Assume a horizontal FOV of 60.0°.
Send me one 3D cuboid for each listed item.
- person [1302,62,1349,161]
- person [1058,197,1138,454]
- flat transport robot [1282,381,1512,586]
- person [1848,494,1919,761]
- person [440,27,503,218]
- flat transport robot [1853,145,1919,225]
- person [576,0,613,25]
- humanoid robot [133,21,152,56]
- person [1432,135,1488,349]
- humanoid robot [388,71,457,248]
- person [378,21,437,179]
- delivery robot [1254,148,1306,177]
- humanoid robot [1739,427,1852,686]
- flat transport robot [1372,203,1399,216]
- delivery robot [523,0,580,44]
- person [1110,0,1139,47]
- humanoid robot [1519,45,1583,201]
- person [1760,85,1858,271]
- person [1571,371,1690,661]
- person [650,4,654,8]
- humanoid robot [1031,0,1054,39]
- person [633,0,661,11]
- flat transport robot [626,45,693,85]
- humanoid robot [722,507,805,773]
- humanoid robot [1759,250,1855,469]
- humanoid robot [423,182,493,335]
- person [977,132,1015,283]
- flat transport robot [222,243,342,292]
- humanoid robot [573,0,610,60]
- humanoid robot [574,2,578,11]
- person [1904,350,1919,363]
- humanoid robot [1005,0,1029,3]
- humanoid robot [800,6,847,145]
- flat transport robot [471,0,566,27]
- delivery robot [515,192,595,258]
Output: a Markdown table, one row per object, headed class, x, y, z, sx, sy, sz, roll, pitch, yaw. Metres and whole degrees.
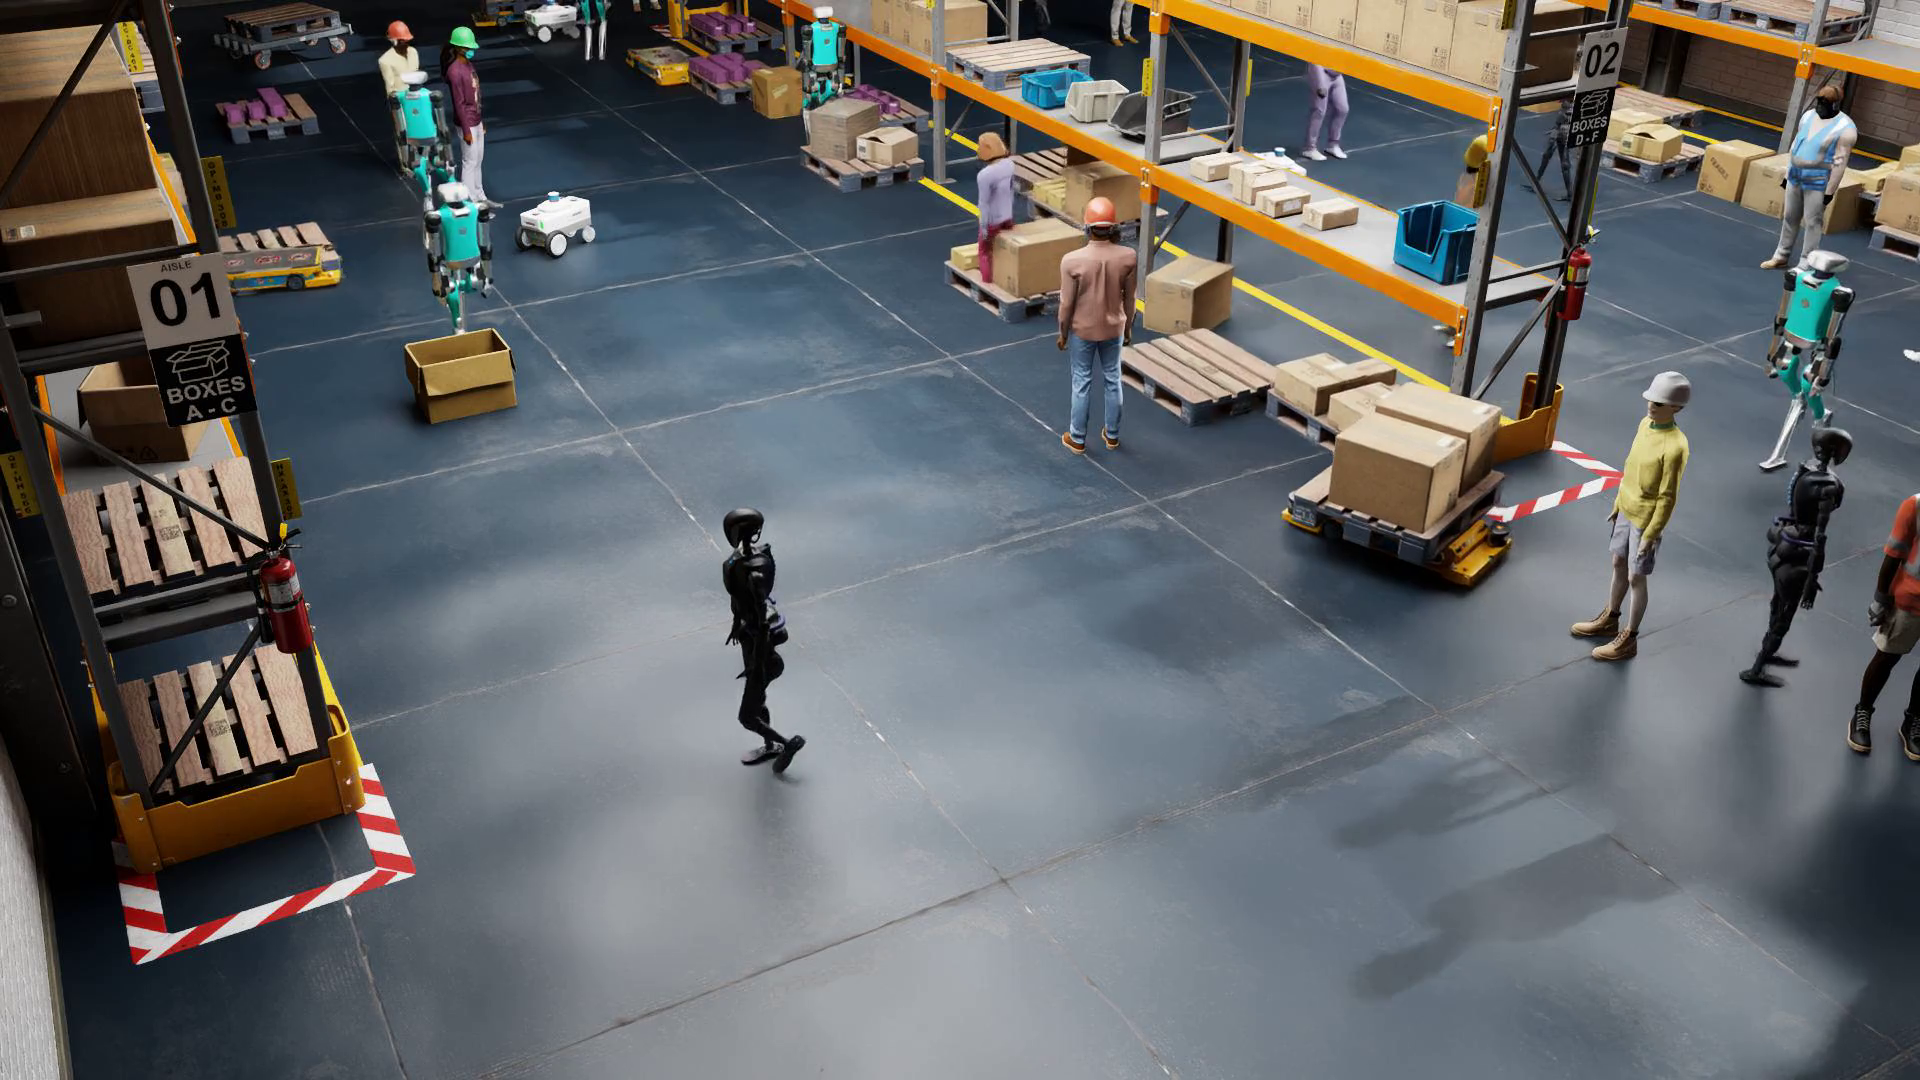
| class | x | y | z | sx | sy | sz | roll | pitch | yaw |
| --- | --- | --- | --- | --- | --- | --- | --- | --- | --- |
| person | 4.233 | -5.220 | 18.887 | 0.605 | 1.875 | 0.692 | 25 | 38 | 36 |
| person | 1.019 | -1.588 | 12.446 | 0.607 | 1.994 | 0.375 | -7 | 31 | -12 |
| flat transport robot | 3.038 | -0.109 | 11.599 | 1.431 | 0.231 | 0.659 | 22 | 37 | 34 |
| person | 5.338 | 0.337 | 9.134 | 0.605 | 1.958 | 0.374 | 7 | 31 | 13 |
| person | -5.101 | -4.337 | 17.281 | 0.432 | 1.944 | 0.488 | 1 | 30 | 2 |
| flat transport robot | 9.824 | -3.361 | 17.261 | 0.659 | 0.231 | 1.431 | -15 | 33 | -25 |
| person | -5.590 | -8.695 | 24.967 | 0.538 | 1.833 | 0.559 | -9 | 31 | -15 |
| humanoid robot | -11.098 | -7.040 | 22.256 | 0.504 | 1.642 | 0.608 | 24 | 38 | 36 |
| person | 4.395 | -2.591 | 14.319 | 0.367 | 1.880 | 0.638 | 4 | 30 | 8 |
| humanoid robot | -5.255 | -3.806 | 16.581 | 0.540 | 1.821 | 0.665 | -1 | 30 | -1 |
| person | -6.103 | -4.847 | 18.369 | 0.439 | 1.738 | 0.563 | 17 | 34 | 26 |
| delivery robot | 3.434 | -3.911 | 17.948 | 0.499 | 0.611 | 0.814 | -10 | 31 | -17 |
| humanoid robot | 4.974 | 0.099 | 9.833 | 0.392 | 1.656 | 0.598 | 5 | 30 | 8 |
| flat transport robot | 4.220 | -3.092 | 16.792 | 0.659 | 0.231 | 1.431 | -9 | 31 | -16 |
| delivery robot | -5.996 | -7.589 | 24.351 | 0.816 | 0.613 | 0.499 | -20 | 35 | -31 |
| person | 2.403 | -8.071 | 23.830 | 0.569 | 1.896 | 0.375 | -22 | 37 | -33 |
| humanoid robot | 6.409 | -4.454 | 17.760 | 0.636 | 1.640 | 0.602 | 13 | 32 | 21 |
| person | 8.035 | -3.385 | 15.735 | 0.429 | 1.835 | 0.627 | -10 | 31 | -18 |
| person | 4.111 | -0.149 | 10.040 | 0.385 | 1.895 | 0.472 | -4 | 30 | -7 |
| person | -4.704 | -9.238 | 25.995 | 0.559 | 1.755 | 0.319 | -5 | 30 | -8 |
| humanoid robot | 1.154 | -7.723 | 23.441 | 0.369 | 1.652 | 0.592 | 9 | 31 | 16 |
| person | -4.940 | -9.172 | 25.798 | 0.633 | 1.840 | 0.429 | -14 | 33 | -23 |
| flat transport robot | -4.021 | -6.483 | 22.695 | 0.659 | 0.231 | 1.431 | -15 | 33 | -25 |
| humanoid robot | -1.094 | 0.533 | 9.064 | 0.384 | 1.643 | 0.588 | -11 | 32 | -19 |
| humanoid robot | 6.324 | -1.264 | 12.235 | 0.811 | 1.877 | 0.546 | -14 | 33 | -23 |
| humanoid robot | -4.191 | -2.190 | 13.771 | 0.532 | 1.711 | 1.059 | -20 | 36 | -31 |
| person | 0.386 | -2.890 | 15.084 | 0.599 | 1.609 | 0.526 | 23 | 37 | 34 |
| flat transport robot | -6.673 | -2.562 | 15.869 | 1.431 | 0.231 | 0.659 | -8 | 31 | -14 |
| humanoid robot | -5.092 | -7.540 | 23.107 | 0.536 | 1.849 | 0.672 | -2 | 30 | -3 |
| humanoid robot | -6.140 | -9.045 | 25.768 | 0.616 | 1.641 | 0.424 | 4 | 30 | 7 |
| person | 8.498 | -2.188 | 13.663 | 0.496 | 1.827 | 0.887 | -13 | 32 | -21 |
| humanoid robot | 0.882 | -9.374 | 26.336 | 0.524 | 1.636 | 0.614 | -24 | 38 | -36 |
| humanoid robot | -1.618 | -5.286 | 19.003 | 0.533 | 1.677 | 0.735 | -12 | 32 | -21 |
| flat transport robot | -6.718 | -8.051 | 25.425 | 1.431 | 0.231 | 0.659 | -10 | 31 | -17 |
| delivery robot | -4.047 | -3.180 | 16.653 | 0.499 | 0.589 | 0.782 | 19 | 35 | 29 |
